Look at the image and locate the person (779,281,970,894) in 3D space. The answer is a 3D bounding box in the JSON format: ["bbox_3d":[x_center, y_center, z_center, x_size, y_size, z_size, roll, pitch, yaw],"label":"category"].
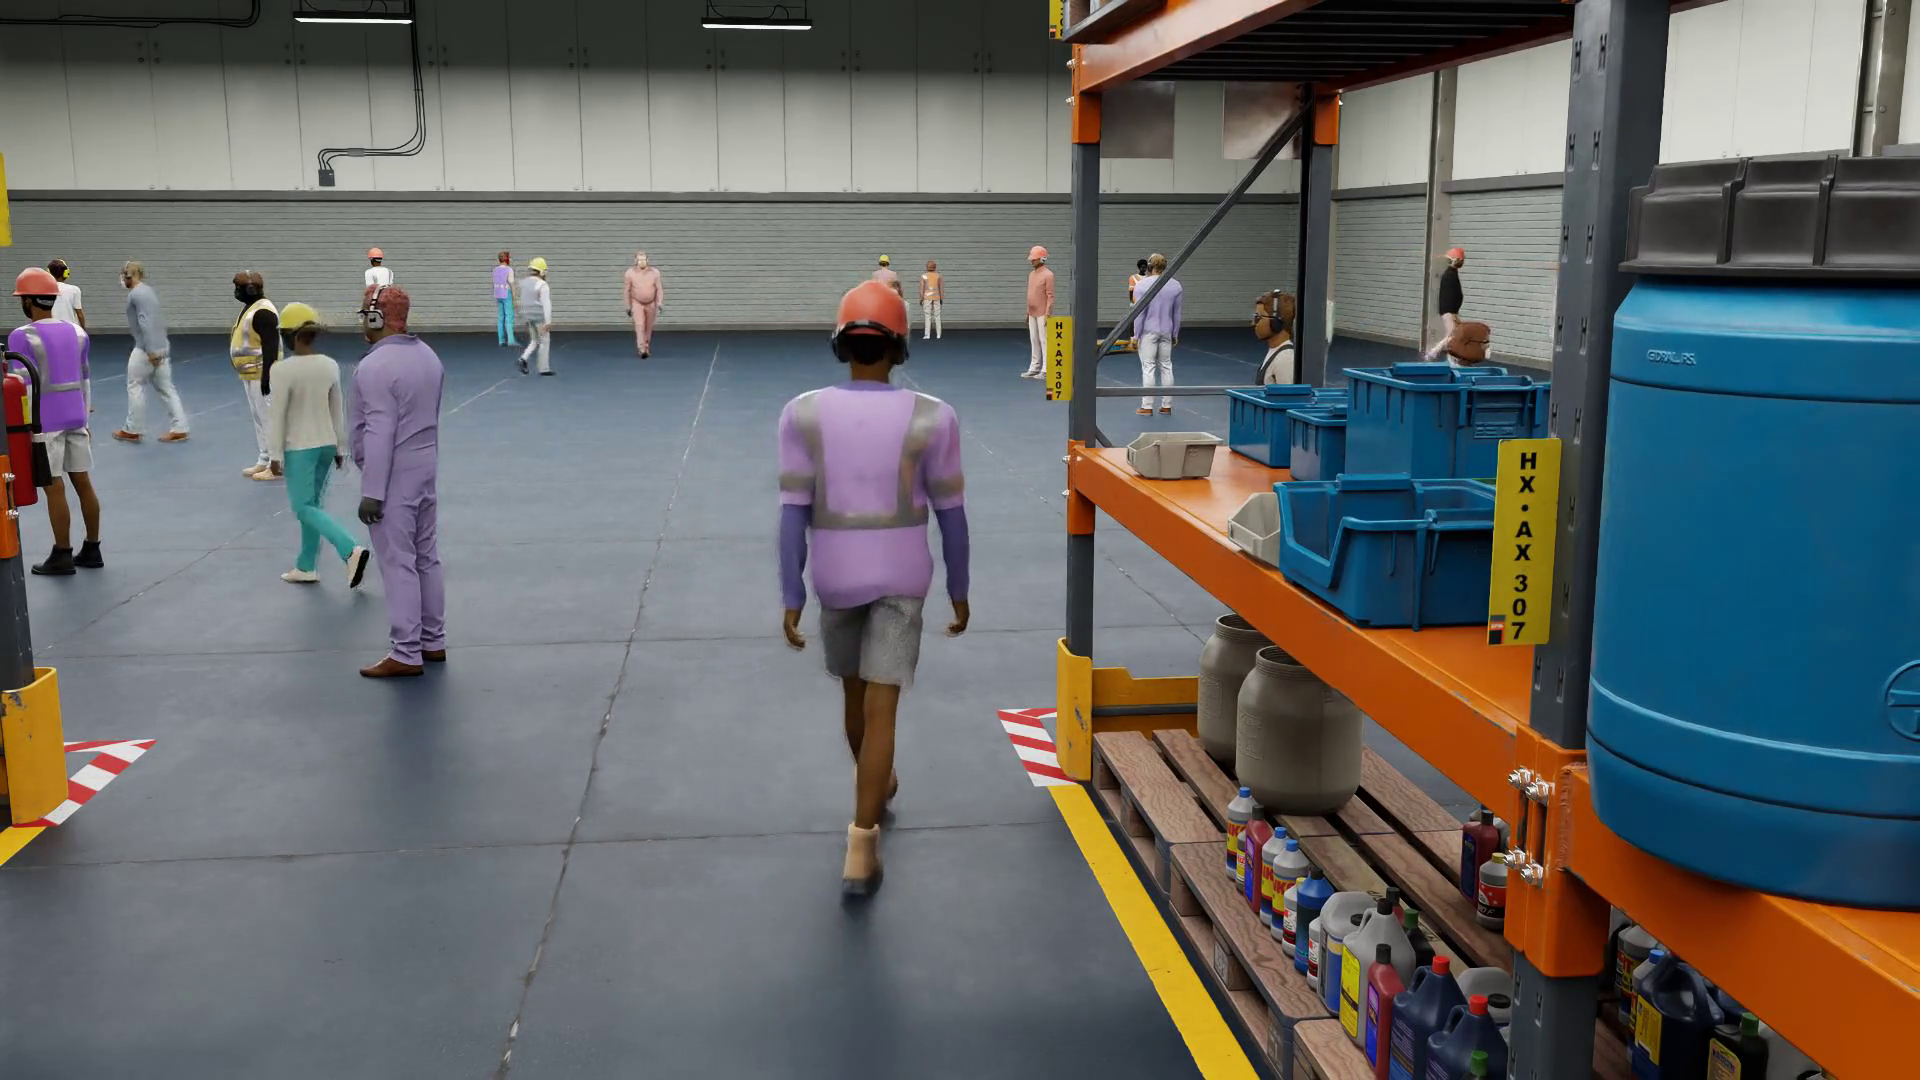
[{"bbox_3d":[-0.285,0.121,5.675,0.626,1.981,1.075,1,10,6],"label":"person"}]

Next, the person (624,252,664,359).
[{"bbox_3d":[-5.560,-4.130,29.336,0.641,1.853,0.980,-4,11,-22],"label":"person"}]

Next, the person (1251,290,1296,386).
[{"bbox_3d":[1.727,-0.442,9.133,0.331,1.844,0.521,1,10,7],"label":"person"}]

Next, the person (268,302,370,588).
[{"bbox_3d":[-3.898,-0.563,10.069,0.732,1.739,0.532,4,11,22],"label":"person"}]

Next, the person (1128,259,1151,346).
[{"bbox_3d":[3.541,-4.633,32.528,0.532,1.693,0.319,-4,11,-20],"label":"person"}]

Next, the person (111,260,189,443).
[{"bbox_3d":[-8.473,-1.946,17.255,0.777,1.889,0.674,-2,11,-10],"label":"person"}]

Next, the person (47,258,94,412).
[{"bbox_3d":[-10.803,-2.452,20.083,0.507,1.872,0.329,-2,11,-12],"label":"person"}]

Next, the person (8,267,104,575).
[{"bbox_3d":[-5.748,-0.743,10.526,0.375,1.939,0.546,4,11,19],"label":"person"}]

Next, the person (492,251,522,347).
[{"bbox_3d":[-8.850,-4.683,32.366,0.566,1.849,0.387,7,12,33],"label":"person"}]

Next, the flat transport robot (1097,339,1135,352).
[{"bbox_3d":[2.583,-3.541,30.439,0.652,0.197,1.431,7,12,33],"label":"flat transport robot"}]

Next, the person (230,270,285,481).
[{"bbox_3d":[-6.185,-1.446,14.654,0.429,1.840,0.632,-7,13,-34],"label":"person"}]

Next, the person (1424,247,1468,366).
[{"bbox_3d":[7.587,-3.538,25.733,0.617,1.980,0.642,3,11,18],"label":"person"}]

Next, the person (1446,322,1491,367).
[{"bbox_3d":[3.149,-0.524,10.211,0.670,1.608,0.520,7,12,32],"label":"person"}]

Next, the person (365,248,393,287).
[{"bbox_3d":[-10.097,-4.094,28.898,0.362,1.938,0.545,6,12,30],"label":"person"}]

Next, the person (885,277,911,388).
[{"bbox_3d":[-0.887,-2.540,21.238,0.515,1.618,0.502,-3,11,-16],"label":"person"}]

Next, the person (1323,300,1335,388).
[{"bbox_3d":[4.532,-2.529,21.262,0.513,1.592,0.869,3,11,18],"label":"person"}]

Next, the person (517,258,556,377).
[{"bbox_3d":[-6.418,-3.362,25.212,0.619,1.818,0.501,8,13,38],"label":"person"}]

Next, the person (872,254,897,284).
[{"bbox_3d":[-1.535,-4.951,34.062,0.525,1.772,0.302,1,10,7],"label":"person"}]

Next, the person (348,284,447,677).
[{"bbox_3d":[-2.761,-0.288,8.119,0.408,1.906,0.653,1,10,8],"label":"person"}]

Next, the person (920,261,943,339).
[{"bbox_3d":[-0.595,-4.997,34.676,0.517,1.636,0.314,-3,11,-17],"label":"person"}]

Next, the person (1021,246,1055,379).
[{"bbox_3d":[1.182,-3.415,25.029,0.382,1.993,0.609,-6,12,-32],"label":"person"}]

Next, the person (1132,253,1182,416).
[{"bbox_3d":[2.336,-2.442,19.836,0.637,1.938,0.357,-4,11,-22],"label":"person"}]
